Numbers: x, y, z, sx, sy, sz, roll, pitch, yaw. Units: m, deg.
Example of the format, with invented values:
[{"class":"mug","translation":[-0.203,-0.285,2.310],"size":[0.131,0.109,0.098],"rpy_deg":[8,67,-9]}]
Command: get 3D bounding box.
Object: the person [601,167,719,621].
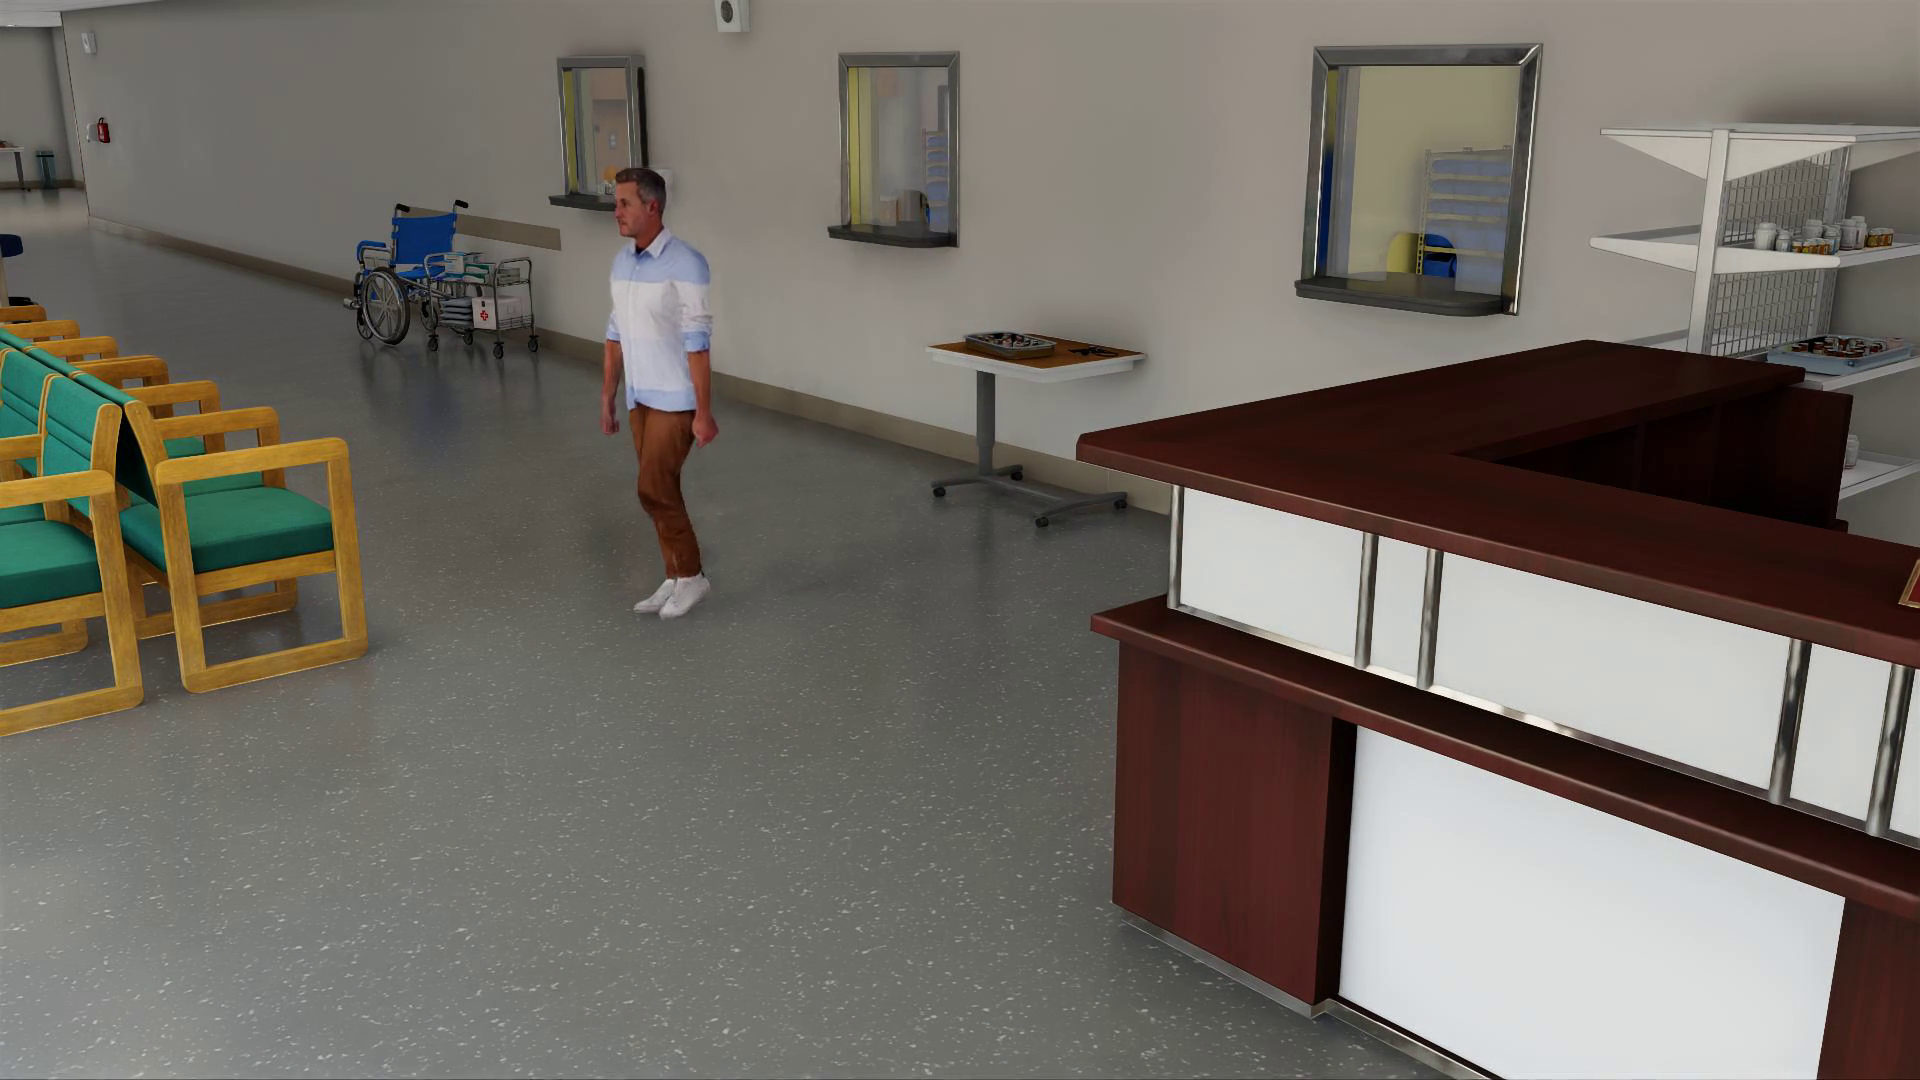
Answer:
[{"class":"person","translation":[-1.144,-0.590,6.773],"size":[0.736,1.816,0.678],"rpy_deg":[14,21,41]}]
